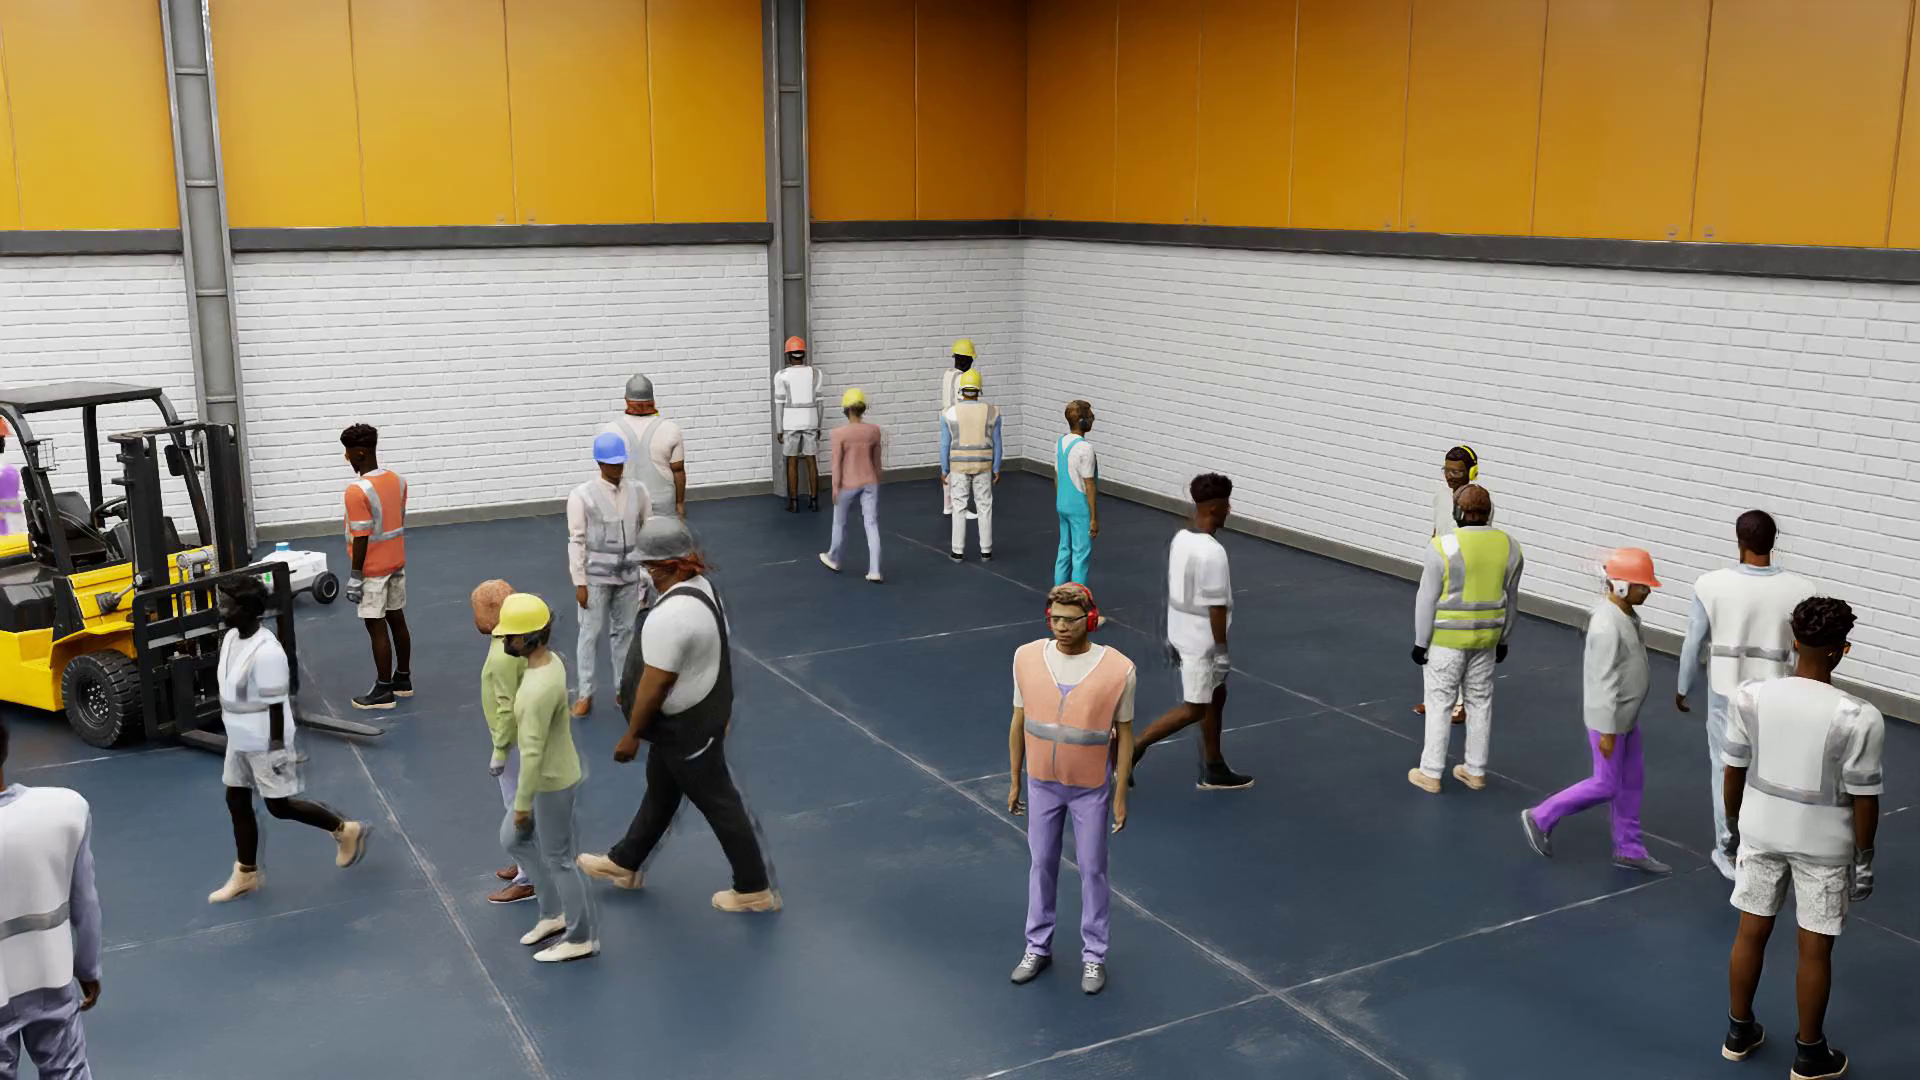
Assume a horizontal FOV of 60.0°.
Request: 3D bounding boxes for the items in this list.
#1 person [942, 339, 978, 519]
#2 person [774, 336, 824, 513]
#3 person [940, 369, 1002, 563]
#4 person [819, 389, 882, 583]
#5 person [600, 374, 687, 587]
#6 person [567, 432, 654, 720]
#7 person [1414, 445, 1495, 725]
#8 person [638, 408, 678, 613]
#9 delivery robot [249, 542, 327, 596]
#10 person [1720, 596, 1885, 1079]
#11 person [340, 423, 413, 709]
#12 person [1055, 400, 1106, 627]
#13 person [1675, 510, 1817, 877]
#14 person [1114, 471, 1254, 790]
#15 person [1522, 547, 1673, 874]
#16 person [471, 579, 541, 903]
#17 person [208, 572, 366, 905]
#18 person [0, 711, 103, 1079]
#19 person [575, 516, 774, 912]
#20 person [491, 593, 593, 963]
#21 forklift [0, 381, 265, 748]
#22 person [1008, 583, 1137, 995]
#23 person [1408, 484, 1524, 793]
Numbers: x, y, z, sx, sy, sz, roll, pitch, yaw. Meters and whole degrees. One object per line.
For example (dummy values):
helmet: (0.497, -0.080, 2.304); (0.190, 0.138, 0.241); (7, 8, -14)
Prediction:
person: (0.000, -1.184, 17.798); (0.383, 1.920, 0.585); (-4, 13, -18)
person: (-1.761, -1.257, 18.157); (0.546, 1.920, 0.418); (-4, 13, -16)
person: (0.101, -0.694, 15.704); (0.592, 1.833, 0.404); (-1, 12, -6)
person: (-0.969, -0.504, 15.078); (0.548, 1.723, 0.880); (-7, 14, -28)
person: (-2.565, -0.338, 13.545); (0.688, 2.000, 0.539); (-1, 12, -6)
person: (-2.296, 0.230, 11.130); (0.478, 1.943, 0.736); (11, 16, 42)
person: (3.279, 0.290, 11.040); (0.334, 1.858, 0.510); (-7, 14, -31)
person: (-2.550, -0.238, 13.728); (0.524, 1.769, 0.308); (3, 12, 14)
delivery robot: (-5.687, 0.265, 14.003); (0.477, 0.478, 0.707); (5, 13, 22)
person: (3.326, 1.180, 6.605); (0.367, 1.967, 0.603); (-10, 16, -40)
person: (-3.983, 0.174, 11.338); (0.369, 1.958, 0.602); (2, 12, 11)
person: (0.954, -0.211, 13.414); (0.345, 1.847, 0.506); (-7, 14, -30)
person: (4.073, 0.769, 8.702); (0.608, 1.890, 0.722); (3, 12, 13)
person: (1.298, 0.559, 9.616); (0.863, 1.930, 0.598); (-2, 12, -8)
person: (3.349, 0.876, 8.591); (0.698, 1.728, 0.578); (7, 14, 31)
person: (-2.245, 0.990, 8.279); (0.279, 1.633, 0.498); (-1, 12, -5)
person: (-3.421, 0.966, 8.318); (0.538, 1.677, 0.698); (12, 17, 43)
person: (-3.081, 1.462, 5.419); (0.383, 1.911, 0.593); (10, 16, 40)
person: (-1.399, 0.826, 8.091); (1.036, 2.000, 0.689); (0, 12, 0)
person: (-1.911, 1.089, 7.532); (0.465, 1.747, 0.544); (-3, 12, -12)
forklift: (-5.853, 0.085, 11.199); (2.313, 2.155, 1.214); (7, 14, 28)
person: (0.491, 1.081, 7.363); (0.565, 1.842, 0.390); (4, 13, 18)
person: (2.950, 0.578, 9.755); (0.638, 1.832, 0.429); (-3, 12, -15)
